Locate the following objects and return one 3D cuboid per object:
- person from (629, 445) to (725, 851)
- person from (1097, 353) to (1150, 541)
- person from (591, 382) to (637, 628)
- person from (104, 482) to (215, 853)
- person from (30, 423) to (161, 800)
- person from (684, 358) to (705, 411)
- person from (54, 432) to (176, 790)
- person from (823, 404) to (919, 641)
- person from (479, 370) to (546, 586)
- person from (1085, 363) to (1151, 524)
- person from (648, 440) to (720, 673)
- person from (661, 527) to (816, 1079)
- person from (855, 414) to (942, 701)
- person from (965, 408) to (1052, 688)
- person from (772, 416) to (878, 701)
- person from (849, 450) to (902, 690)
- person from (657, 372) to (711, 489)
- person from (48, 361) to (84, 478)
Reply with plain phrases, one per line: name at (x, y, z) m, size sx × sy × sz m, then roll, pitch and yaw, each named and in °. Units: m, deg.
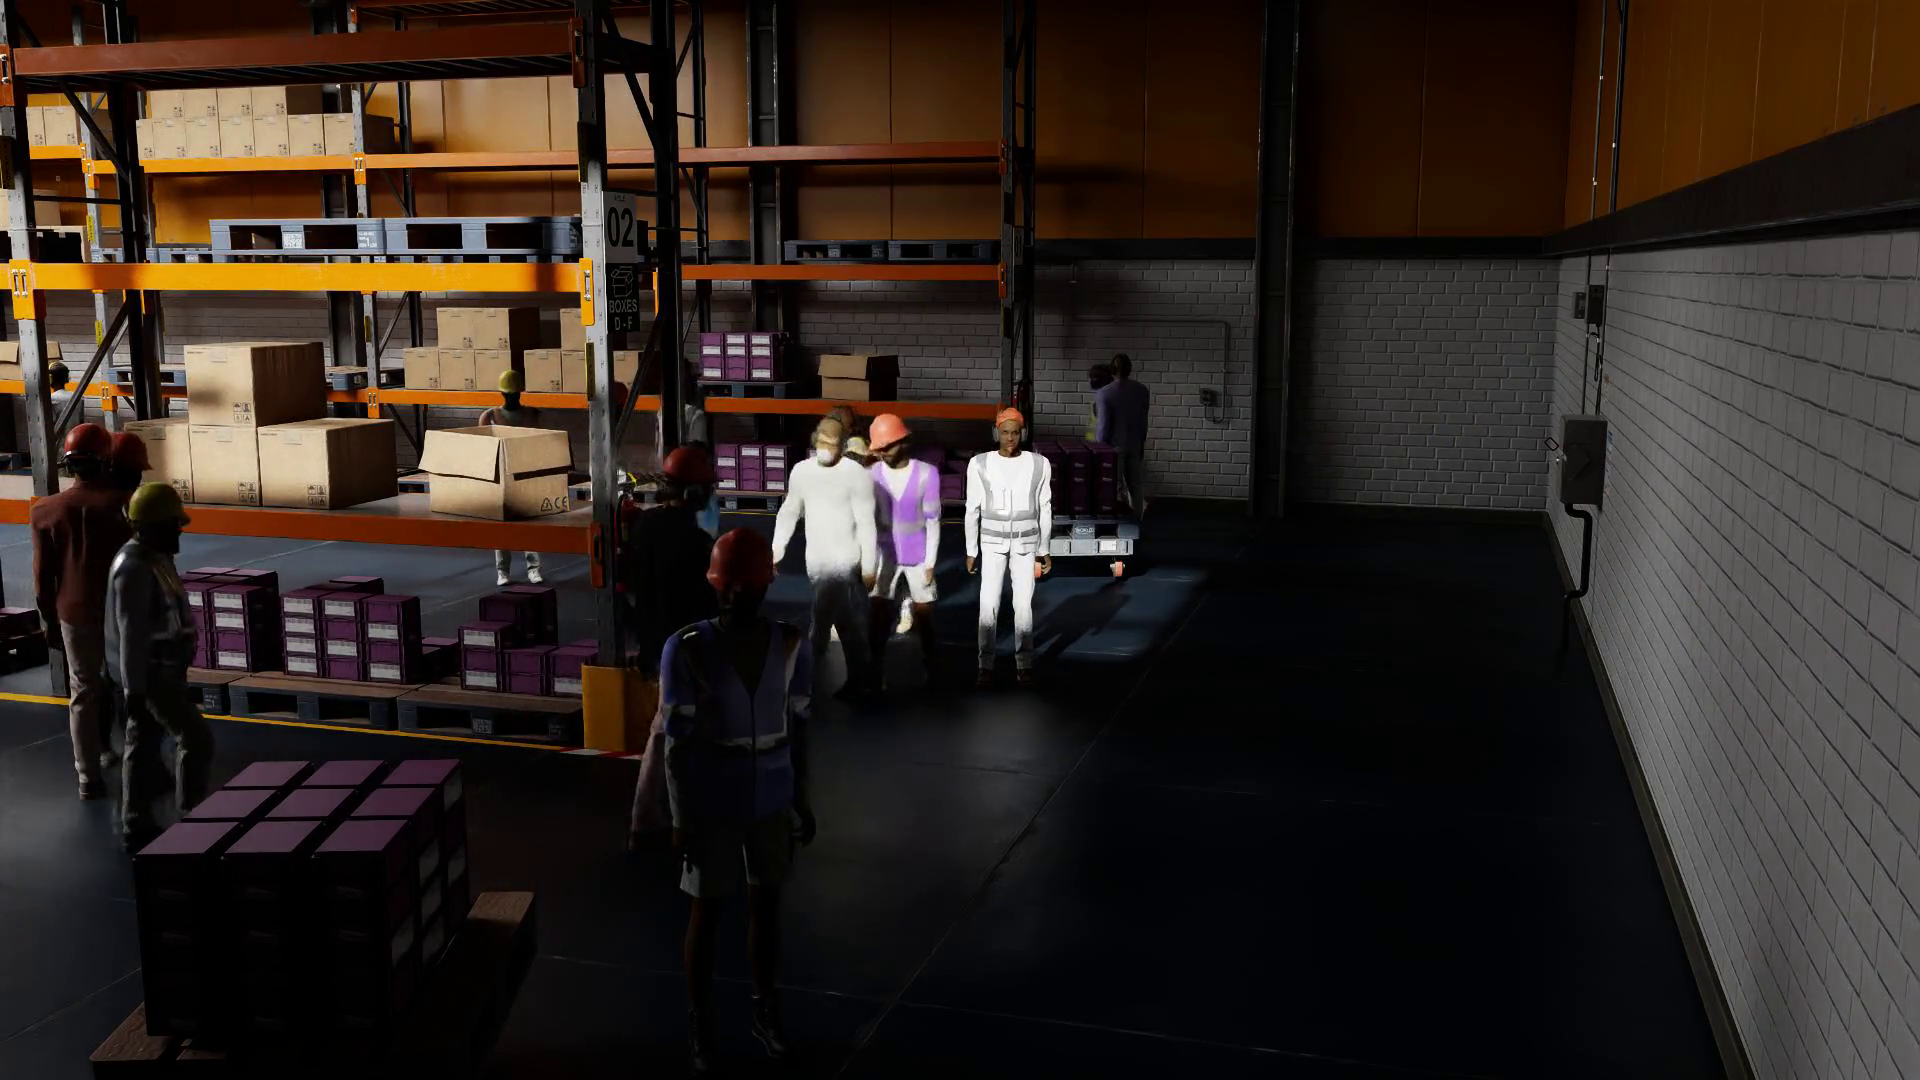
person at (-1.232, 0.510, 8.126) m, size 0.971 × 1.948 × 0.662 m, roll -6°, pitch 11°, yaw -34°
person at (1.643, -0.934, 16.981) m, size 0.627 × 1.941 × 0.373 m, roll -5°, pitch 11°, yaw -29°
person at (-2.643, -0.262, 12.919) m, size 0.414 × 1.932 × 0.564 m, roll -2°, pitch 10°, yaw -13°
person at (-3.755, 0.613, 7.957) m, size 0.670 × 1.800 × 0.626 m, roll -4°, pitch 10°, yaw -21°
person at (-4.535, 0.379, 8.800) m, size 0.611 × 1.996 × 0.379 m, roll -3°, pitch 10°, yaw -15°
person at (-2.974, -1.046, 17.897) m, size 0.551 × 1.859 × 0.535 m, roll -5°, pitch 11°, yaw -29°
person at (-4.638, 0.367, 9.109) m, size 1.010 × 1.943 × 0.621 m, roll 4°, pitch 10°, yaw 25°
person at (-0.698, -0.131, 12.547) m, size 0.869 × 1.805 × 0.635 m, roll 0°, pitch 9°, yaw -2°
person at (-3.922, -0.545, 14.687) m, size 0.590 × 1.918 × 0.406 m, roll -5°, pitch 11°, yaw -28°
person at (1.618, -0.980, 17.681) m, size 0.731 × 1.803 × 0.674 m, roll 4°, pitch 10°, yaw 21°
person at (-1.781, 0.131, 11.376) m, size 0.871 × 1.636 × 0.540 m, roll 4°, pitch 10°, yaw 21°
person at (-0.750, 0.906, 5.779) m, size 0.546 × 1.934 × 0.376 m, roll -5°, pitch 10°, yaw -26°
person at (-0.403, 0.115, 10.809) m, size 0.572 × 1.874 × 0.822 m, roll 1°, pitch 9°, yaw 5°
person at (0.324, 0.059, 11.098) m, size 0.584 × 1.880 × 0.339 m, roll -1°, pitch 9°, yaw -4°
person at (-0.880, 0.161, 10.477) m, size 0.658 × 1.871 × 1.034 m, roll 9°, pitch 13°, yaw 42°
person at (-0.567, 0.169, 11.280) m, size 0.526 × 1.606 × 0.699 m, roll -2°, pitch 9°, yaw -11°
person at (-2.503, -0.580, 15.049) m, size 0.580 × 1.872 × 0.471 m, roll 8°, pitch 12°, yaw 41°
person at (-9.015, -0.859, 16.755) m, size 0.310 × 1.863 × 0.532 m, roll 3°, pitch 10°, yaw 16°
